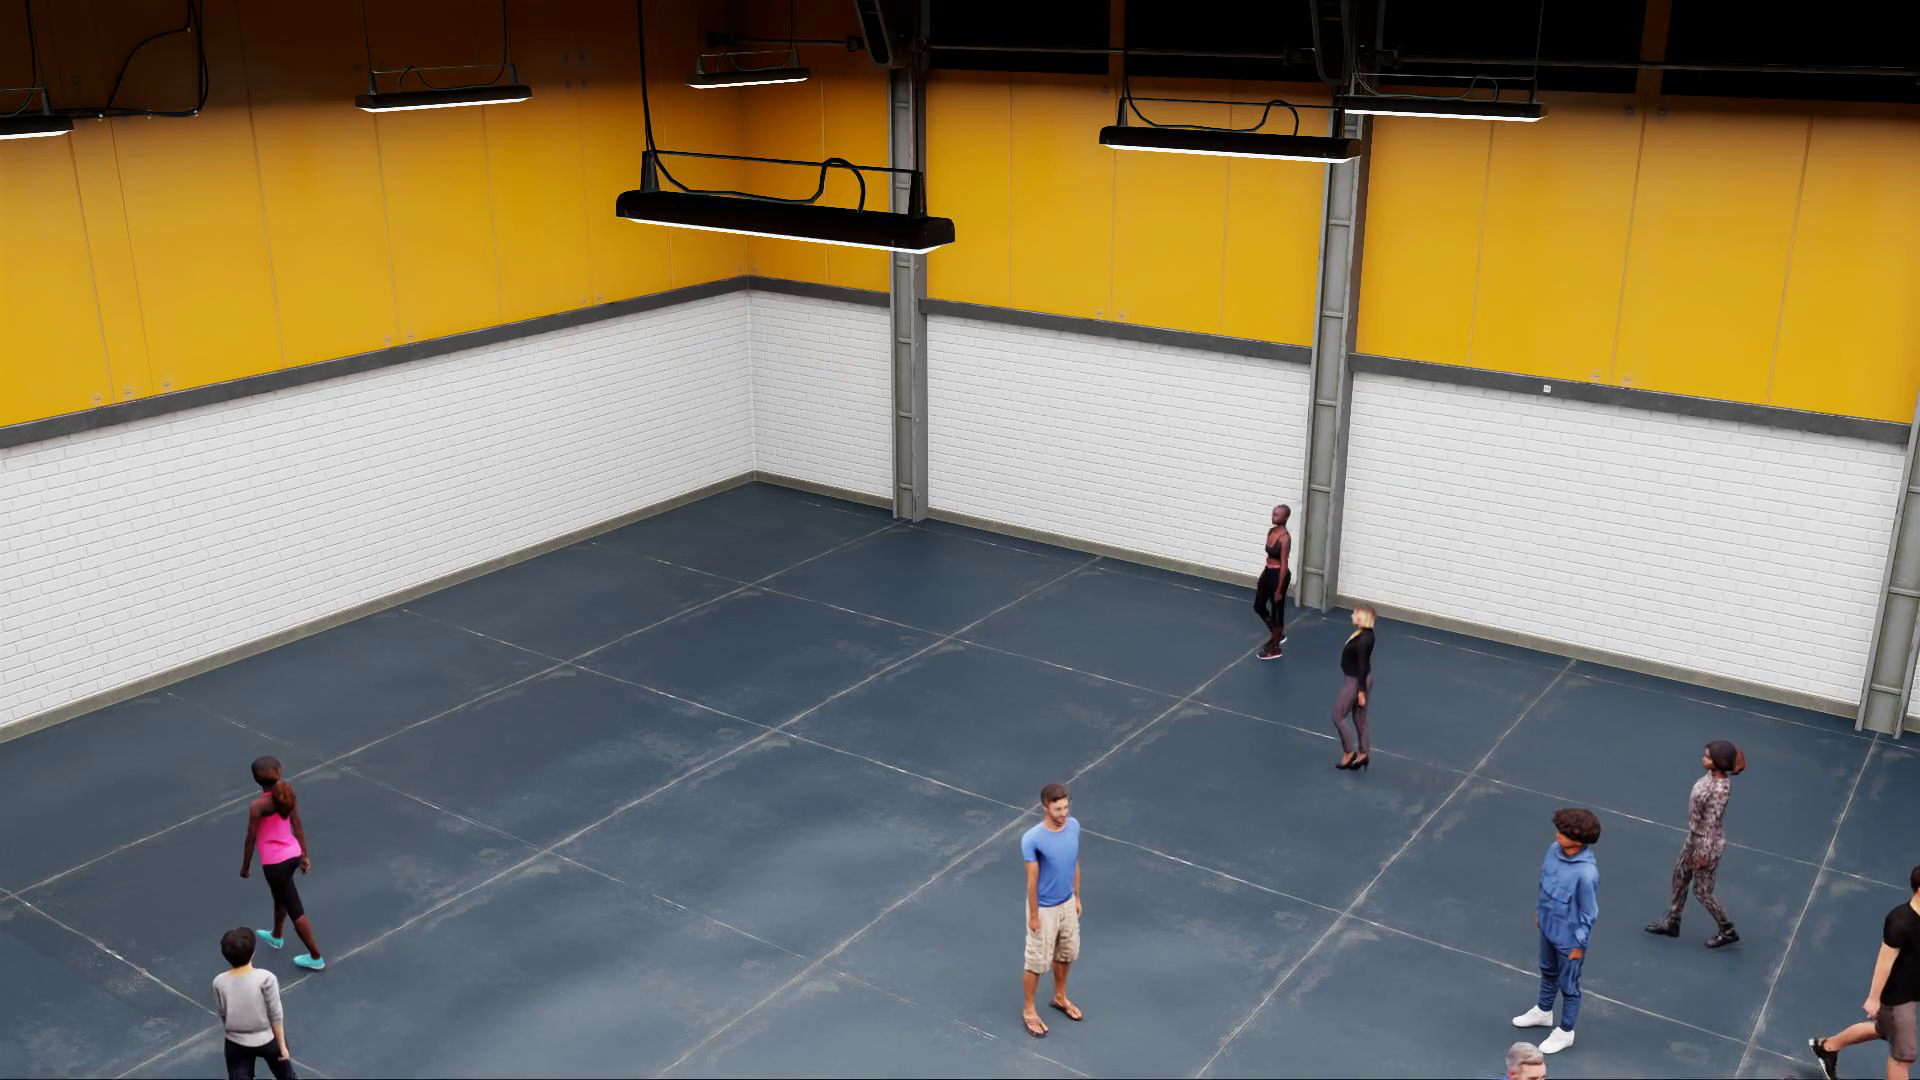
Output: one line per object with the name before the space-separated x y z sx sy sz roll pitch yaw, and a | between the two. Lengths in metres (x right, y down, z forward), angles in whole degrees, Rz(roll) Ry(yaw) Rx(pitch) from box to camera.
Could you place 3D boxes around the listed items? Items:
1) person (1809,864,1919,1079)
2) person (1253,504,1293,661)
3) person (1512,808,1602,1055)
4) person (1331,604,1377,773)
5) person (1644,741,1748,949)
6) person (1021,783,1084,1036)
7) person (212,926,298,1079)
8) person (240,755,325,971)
person | 5.982 2.862 10.740 0.958 1.837 1.251 -12 22 -32
person | 3.514 0.443 18.056 0.798 1.754 0.725 -6 20 -17
person | 4.160 2.647 11.434 0.808 1.803 0.734 -4 19 -12
person | 3.764 1.389 15.391 0.632 1.661 0.640 8 20 23
person | 5.698 2.316 12.567 0.969 1.707 0.757 5 19 15
person | 0.632 2.536 11.672 0.706 1.861 0.677 -13 23 -34
person | -4.419 3.176 10.326 1.037 1.508 1.060 -2 19 -6
person | -4.943 2.419 12.284 0.992 1.691 0.687 7 20 20
